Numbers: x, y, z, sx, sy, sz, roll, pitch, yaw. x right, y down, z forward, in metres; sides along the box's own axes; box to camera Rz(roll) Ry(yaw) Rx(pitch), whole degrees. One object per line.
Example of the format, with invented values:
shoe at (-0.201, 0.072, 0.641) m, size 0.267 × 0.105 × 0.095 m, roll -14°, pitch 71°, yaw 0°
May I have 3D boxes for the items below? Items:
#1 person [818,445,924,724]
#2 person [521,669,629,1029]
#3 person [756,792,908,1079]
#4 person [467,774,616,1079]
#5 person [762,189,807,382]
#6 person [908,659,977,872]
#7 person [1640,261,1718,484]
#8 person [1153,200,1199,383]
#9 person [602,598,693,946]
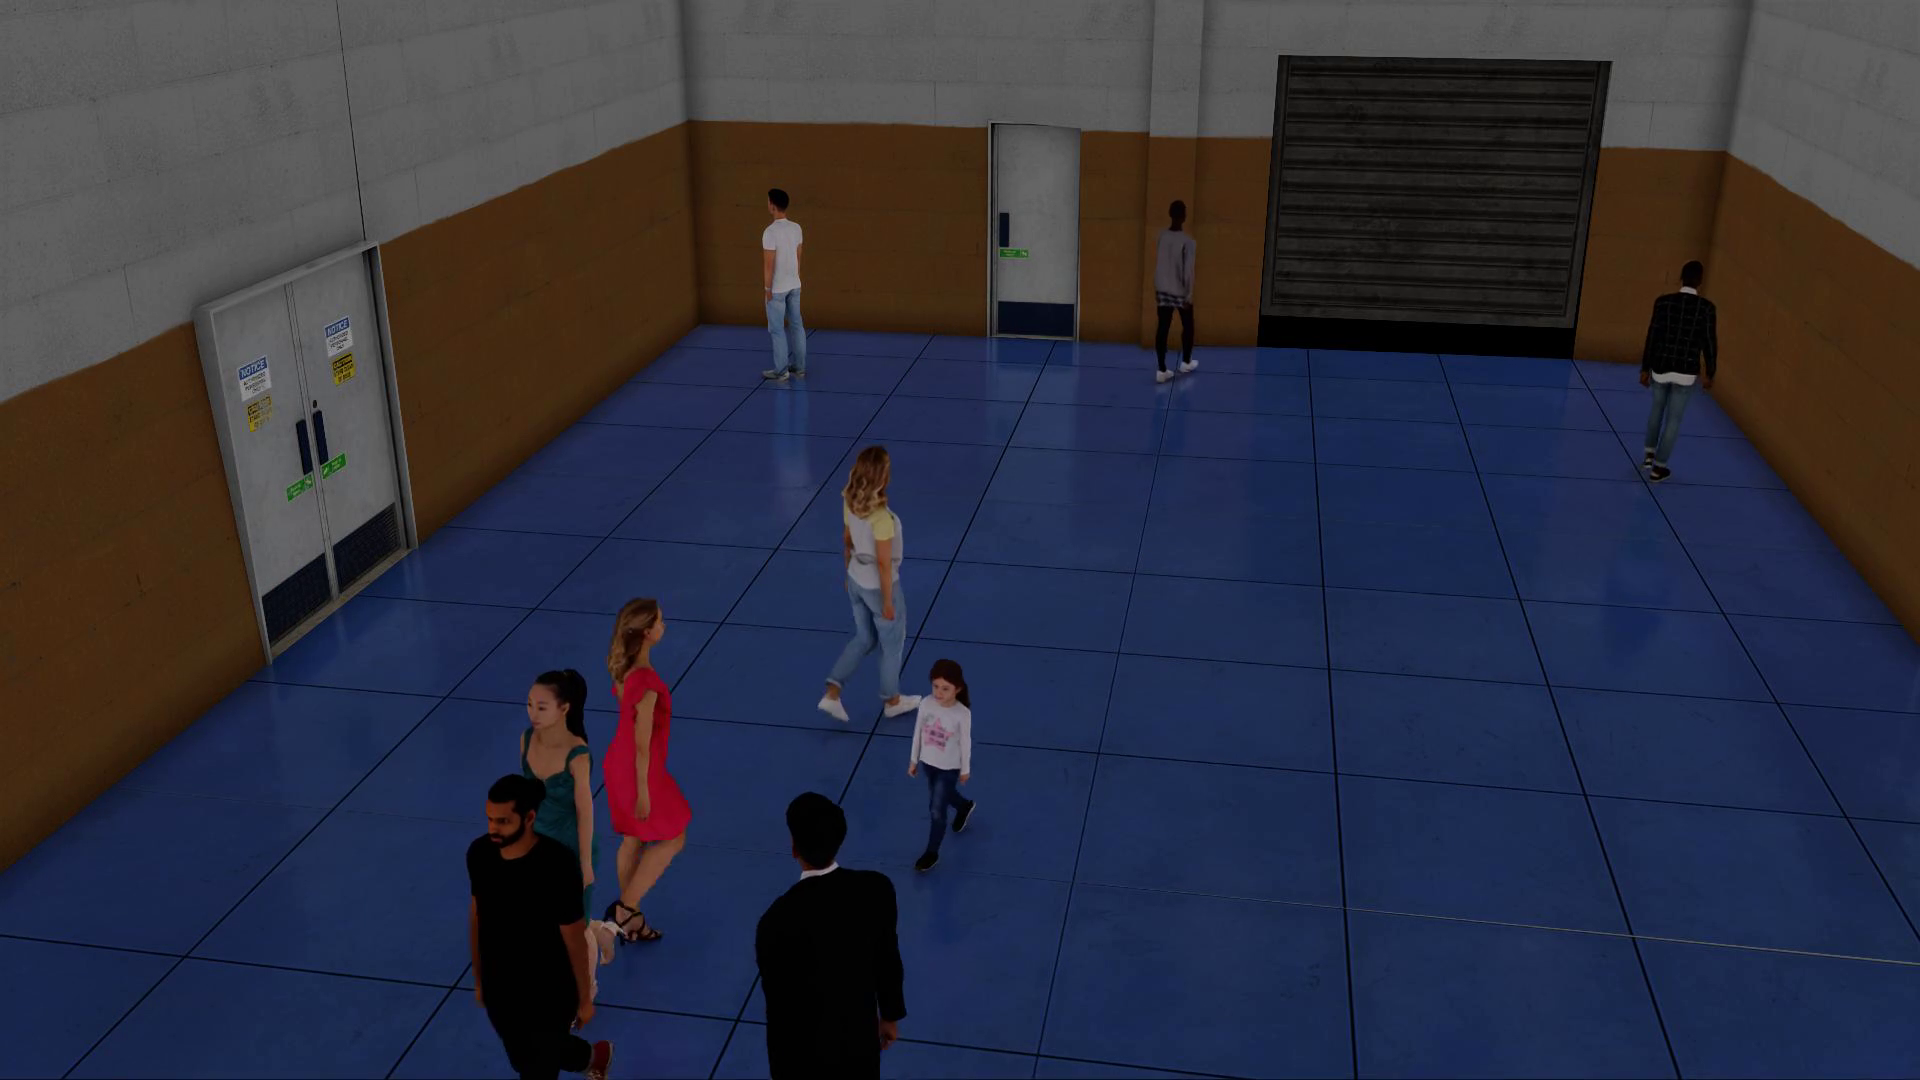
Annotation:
person at (-0.567, 0.296, 9.499) m, size 1.040 × 1.711 × 0.984 m, roll -15°, pitch 26°, yaw -33°
person at (-1.632, 1.295, 7.085) m, size 0.733 × 1.674 × 0.770 m, roll 15°, pitch 26°, yaw 32°
person at (-0.401, 1.764, 5.690) m, size 1.251 × 1.844 × 1.288 m, roll -13°, pitch 25°, yaw -29°
person at (-1.542, 1.625, 6.185) m, size 1.095 × 1.732 × 0.873 m, roll 9°, pitch 24°, yaw 21°
person at (-1.724, -2.500, 16.278) m, size 0.747 × 1.861 × 0.752 m, roll 17°, pitch 28°, yaw 37°
person at (-0.063, 1.084, 8.389) m, size 0.789 × 1.094 × 0.707 m, roll 15°, pitch 27°, yaw 34°
person at (5.763, -1.336, 13.455) m, size 0.862 × 1.807 × 0.920 m, roll 17°, pitch 27°, yaw 36°
person at (2.021, -2.391, 16.150) m, size 0.923 × 1.754 × 0.890 m, roll 14°, pitch 26°, yaw 31°
person at (-1.528, 1.098, 7.531) m, size 0.826 × 1.707 × 0.764 m, roll -9°, pitch 23°, yaw -20°
